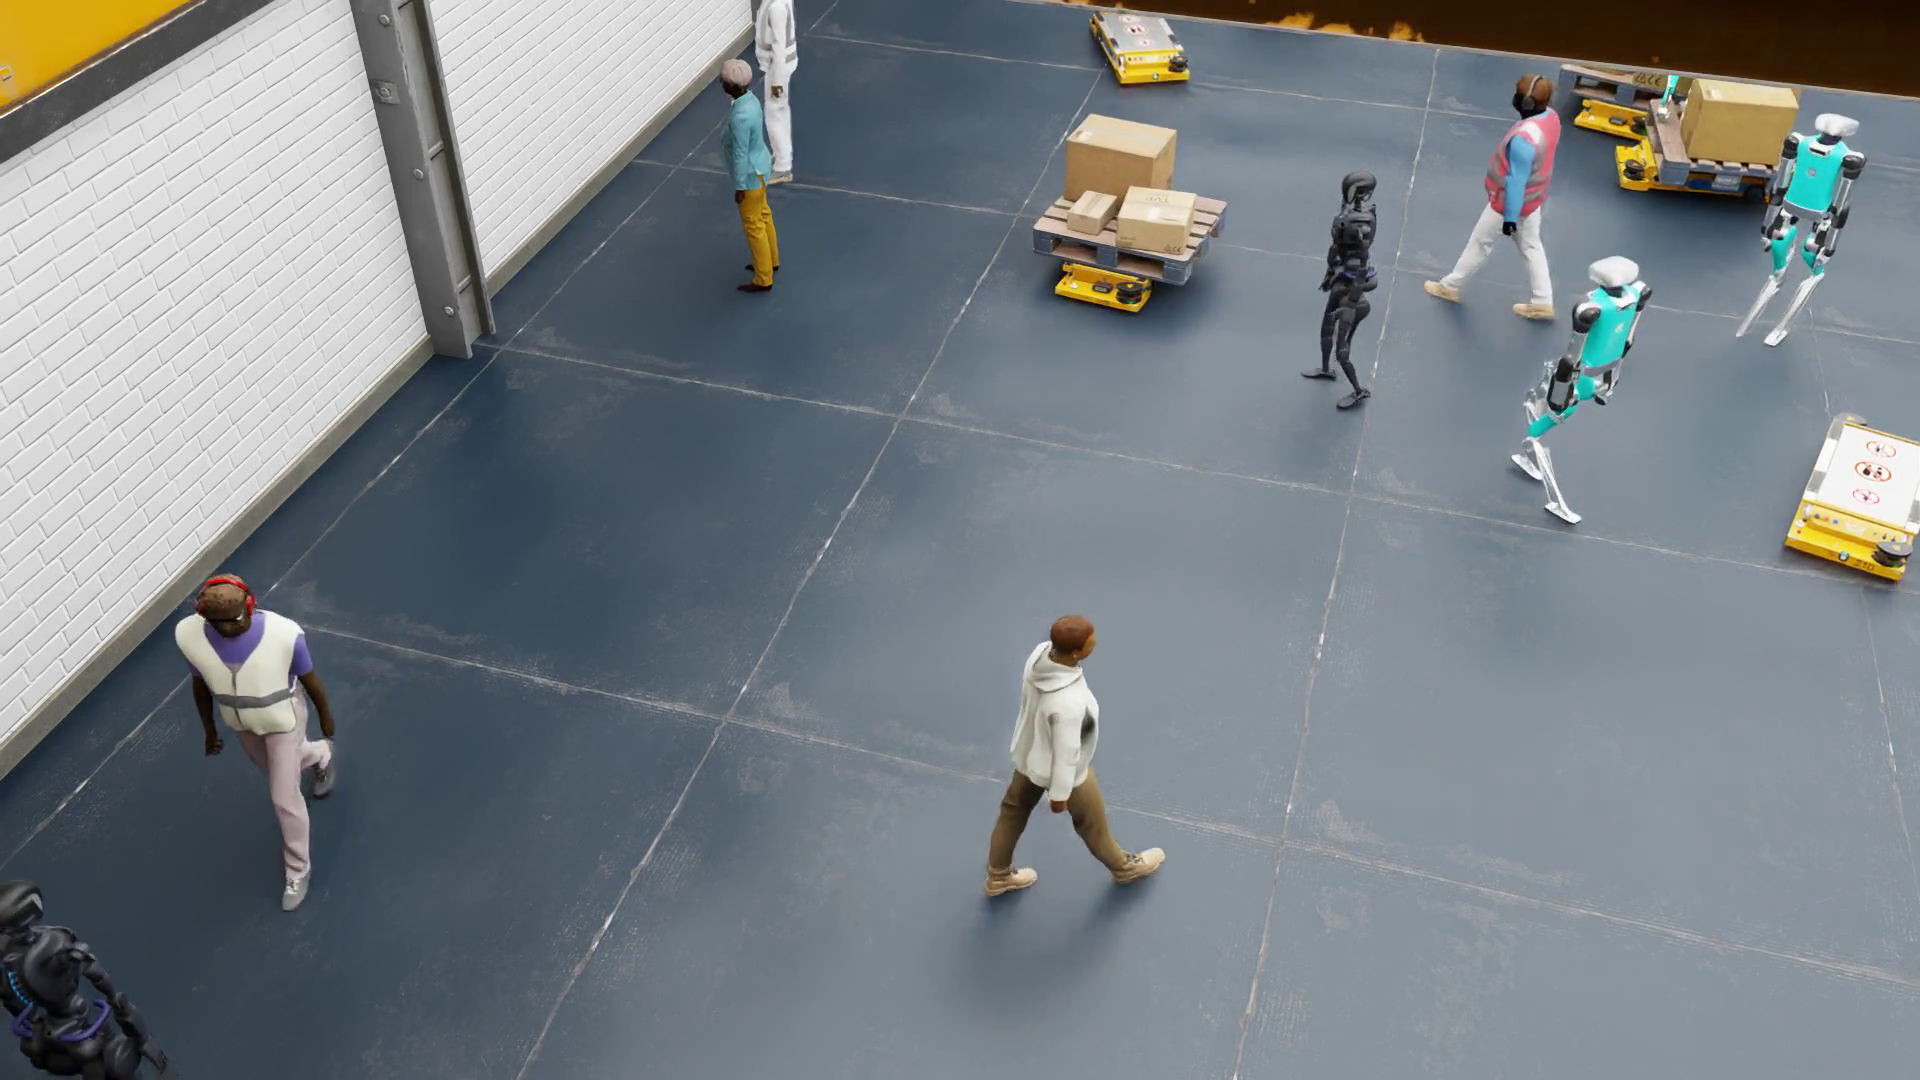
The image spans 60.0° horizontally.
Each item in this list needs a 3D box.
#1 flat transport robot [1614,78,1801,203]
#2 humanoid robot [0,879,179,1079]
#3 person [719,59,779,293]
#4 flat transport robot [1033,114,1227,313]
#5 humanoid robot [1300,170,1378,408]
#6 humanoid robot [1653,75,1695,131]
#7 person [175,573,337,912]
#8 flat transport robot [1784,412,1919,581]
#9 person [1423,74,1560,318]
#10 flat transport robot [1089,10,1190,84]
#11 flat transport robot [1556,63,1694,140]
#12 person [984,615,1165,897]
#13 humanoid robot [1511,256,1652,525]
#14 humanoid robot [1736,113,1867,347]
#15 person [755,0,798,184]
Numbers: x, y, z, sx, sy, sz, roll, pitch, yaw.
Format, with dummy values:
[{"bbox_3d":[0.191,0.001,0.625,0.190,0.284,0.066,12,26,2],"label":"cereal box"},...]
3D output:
[{"bbox_3d":[6.234,-3.079,13.834,1.431,0.231,0.659,7,39,9],"label":"flat transport robot"},{"bbox_3d":[-3.449,1.956,6.493,0.593,1.633,0.786,6,39,7],"label":"humanoid robot"},{"bbox_3d":[-1.552,-2.657,12.134,0.346,1.747,0.529,3,39,3],"label":"person"},{"bbox_3d":[1.300,-2.207,12.749,0.659,0.231,1.431,16,42,19],"label":"flat transport robot"},{"bbox_3d":[2.585,-1.679,10.972,0.399,1.638,0.588,-5,39,-6],"label":"humanoid robot"},{"bbox_3d":[5.996,-3.960,13.652,0.533,1.677,0.735,20,43,23],"label":"humanoid robot"},{"bbox_3d":[-3.222,0.799,7.793,0.570,1.796,0.896,3,39,4],"label":"person"},{"bbox_3d":[5.654,-0.297,10.373,0.659,0.231,1.431,22,44,25],"label":"flat transport robot"},{"bbox_3d":[3.969,-2.434,11.827,0.962,1.799,0.637,26,45,28],"label":"person"},{"bbox_3d":[1.703,-4.746,15.908,0.659,0.231,1.431,-5,39,-7],"label":"flat transport robot"},{"bbox_3d":[6.082,-3.979,14.953,0.659,0.231,1.431,23,44,26],"label":"flat transport robot"},{"bbox_3d":[0.528,0.982,7.621,0.922,1.725,0.524,-15,41,-17],"label":"person"},{"bbox_3d":[3.633,-0.998,10.089,0.559,1.780,0.905,-19,43,-22],"label":"humanoid robot"},{"bbox_3d":[5.875,-2.128,11.507,0.672,1.834,0.541,-29,47,-31],"label":"humanoid robot"},{"bbox_3d":[-1.520,-3.843,13.500,0.409,1.880,0.592,-2,39,-3],"label":"person"}]
